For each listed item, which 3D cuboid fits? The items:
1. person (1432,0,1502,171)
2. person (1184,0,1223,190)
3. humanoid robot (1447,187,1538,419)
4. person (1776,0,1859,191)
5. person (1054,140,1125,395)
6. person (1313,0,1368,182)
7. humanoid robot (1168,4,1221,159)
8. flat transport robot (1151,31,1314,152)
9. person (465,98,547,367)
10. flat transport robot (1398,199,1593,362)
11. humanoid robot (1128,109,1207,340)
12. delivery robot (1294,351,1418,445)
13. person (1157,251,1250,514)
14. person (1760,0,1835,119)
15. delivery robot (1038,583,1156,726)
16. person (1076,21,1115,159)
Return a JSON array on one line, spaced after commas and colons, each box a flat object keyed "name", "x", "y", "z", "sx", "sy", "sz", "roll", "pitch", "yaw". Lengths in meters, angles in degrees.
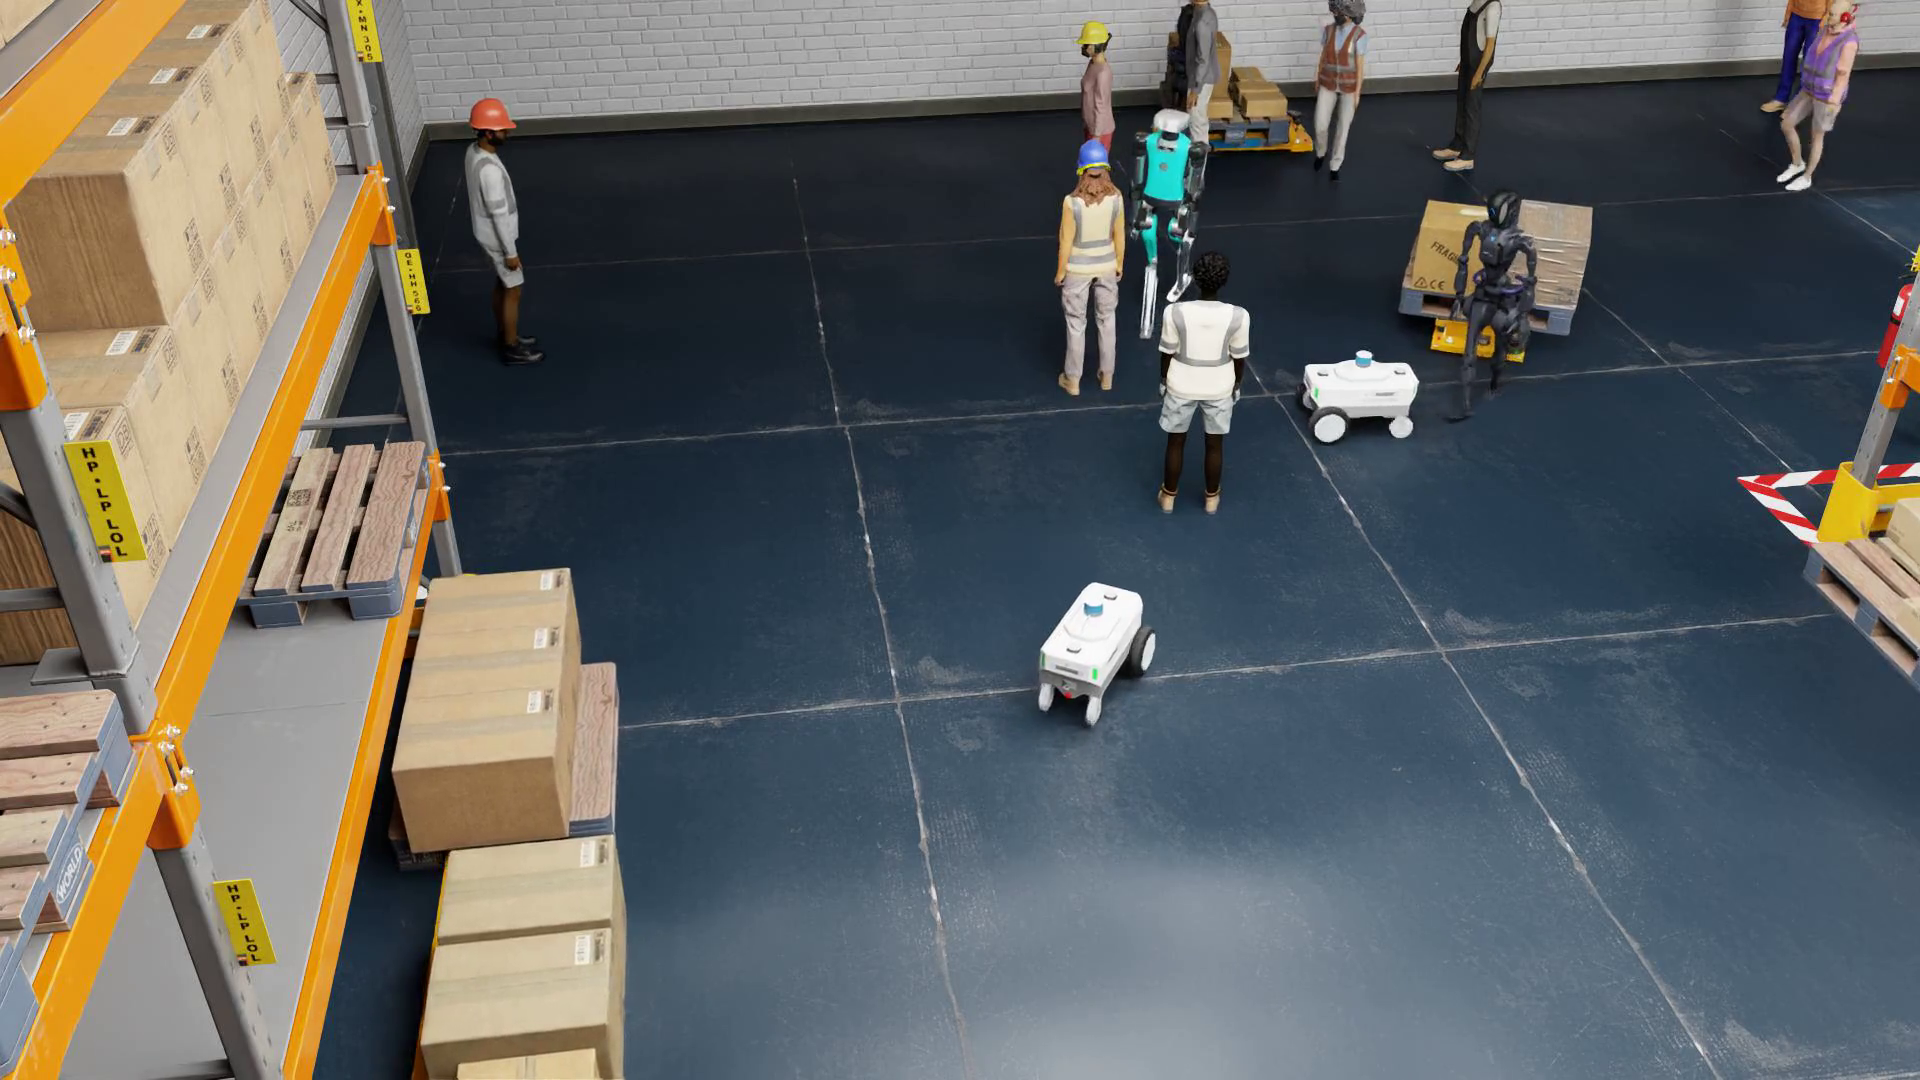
[{"name": "person", "x": 4.595, "y": -4.254, "z": 14.929, "sx": 0.344, "sy": 1.846, "sz": 0.506, "roll": -2, "pitch": 33, "yaw": -3}, {"name": "person", "x": 2.082, "y": -3.984, "z": 14.470, "sx": 0.401, "sy": 1.897, "sz": 0.533, "roll": 6, "pitch": 34, "yaw": 9}, {"name": "humanoid robot", "x": 3.551, "y": -1.575, "z": 11.028, "sx": 0.660, "sy": 1.636, "sz": 0.611, "roll": -28, "pitch": 42, "yaw": -35}, {"name": "person", "x": 7.469, "y": -3.847, "z": 14.450, "sx": 0.409, "sy": 1.674, "sz": 0.512, "roll": -9, "pitch": 34, "yaw": -13}, {"name": "person", "x": 0.877, "y": -1.841, "z": 11.293, "sx": 0.479, "sy": 1.775, "sz": 0.326, "roll": -8, "pitch": 34, "yaw": -12}, {"name": "person", "x": 3.337, "y": -3.994, "z": 14.677, "sx": 0.447, "sy": 1.672, "sz": 0.375, "roll": 12, "pitch": 35, "yaw": 18}, {"name": "humanoid robot", "x": 2.109, "y": -4.286, "z": 15.158, "sx": 0.621, "sy": 1.638, "sz": 0.616, "roll": -6, "pitch": 34, "yaw": -10}, {"name": "flat transport robot", "x": 2.577, "y": -3.864, "z": 15.774, "sx": 1.431, "sy": 0.231, "sz": 0.659, "roll": -2, "pitch": 33, "yaw": -4}, {"name": "person", "x": -3.187, "y": -2.133, "z": 11.611, "sx": 0.387, "sy": 1.922, "sz": 0.549, "roll": -15, "pitch": 36, "yaw": -21}, {"name": "flat transport robot", "x": 3.963, "y": -1.754, "z": 12.541, "sx": 0.659, "sy": 0.231, "sz": 1.431, "roll": 11, "pitch": 35, "yaw": 16}, {"name": "humanoid robot", "x": 1.578, "y": -2.417, "z": 12.259, "sx": 0.566, "sy": 1.758, "sz": 1.014, "roll": 12, "pitch": 35, "yaw": 17}, {"name": "delivery robot", "x": 2.634, "y": -0.963, "z": 11.082, "sx": 0.814, "sy": 0.612, "sz": 0.499, "roll": -1, "pitch": 33, "yaw": -2}, {"name": "person", "x": 1.439, "y": -0.915, "z": 9.954, "sx": 0.532, "sy": 1.691, "sz": 0.319, "roll": 2, "pitch": 33, "yaw": 3}, {"name": "person", "x": 8.209, "y": -5.086, "z": 16.095, "sx": 0.404, "sy": 1.973, "sz": 0.516, "roll": -15, "pitch": 36, "yaw": -22}, {"name": "delivery robot", "x": 0.699, "y": 0.547, "z": 8.750, "sx": 0.499, "sy": 0.592, "sz": 0.774, "roll": 15, "pitch": 36, "yaw": 21}, {"name": "person", "x": 1.096, "y": -3.376, "z": 13.665, "sx": 0.337, "sy": 1.756, "sz": 0.516, "roll": -4, "pitch": 33, "yaw": -5}]
